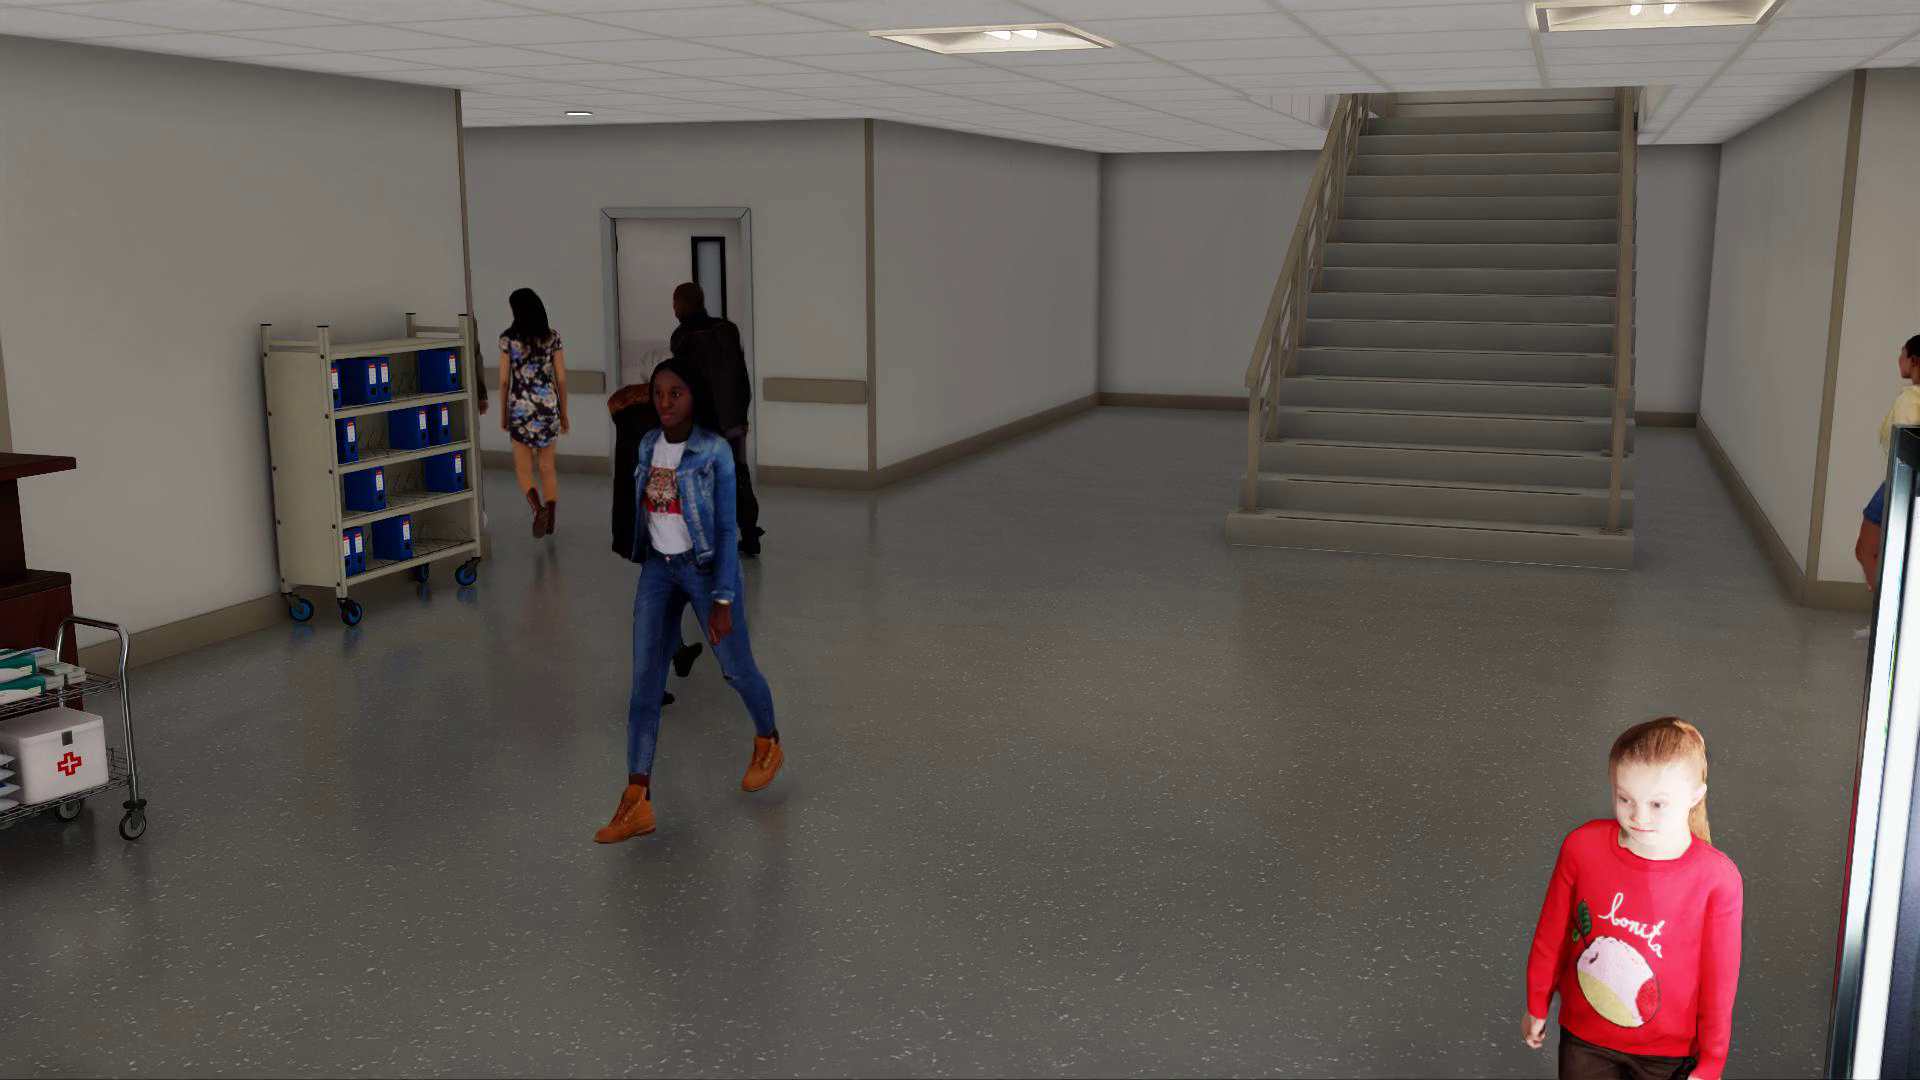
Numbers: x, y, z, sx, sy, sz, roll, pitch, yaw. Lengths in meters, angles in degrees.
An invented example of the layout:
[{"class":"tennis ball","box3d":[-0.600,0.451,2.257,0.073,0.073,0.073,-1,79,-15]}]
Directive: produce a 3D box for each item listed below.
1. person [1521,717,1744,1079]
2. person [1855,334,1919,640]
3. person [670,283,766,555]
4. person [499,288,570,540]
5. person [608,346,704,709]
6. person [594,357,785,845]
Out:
[{"class":"person","box3d":[1.317,0.946,3.239,0.569,1.249,0.941,6,12,27]},{"class":"person","box3d":[4.849,-0.210,8.335,0.757,1.620,0.823,-5,12,-27]},{"class":"person","box3d":[-1.612,-0.767,10.820,0.874,1.787,0.946,-4,12,-22]},{"class":"person","box3d":[-2.913,-0.833,11.362,1.006,1.715,1.057,-5,12,-23]},{"class":"person","box3d":[-1.350,-0.027,7.421,0.632,1.600,0.964,4,11,19]},{"class":"person","box3d":[-0.905,0.210,6.035,0.759,1.653,1.264,6,12,27]}]
